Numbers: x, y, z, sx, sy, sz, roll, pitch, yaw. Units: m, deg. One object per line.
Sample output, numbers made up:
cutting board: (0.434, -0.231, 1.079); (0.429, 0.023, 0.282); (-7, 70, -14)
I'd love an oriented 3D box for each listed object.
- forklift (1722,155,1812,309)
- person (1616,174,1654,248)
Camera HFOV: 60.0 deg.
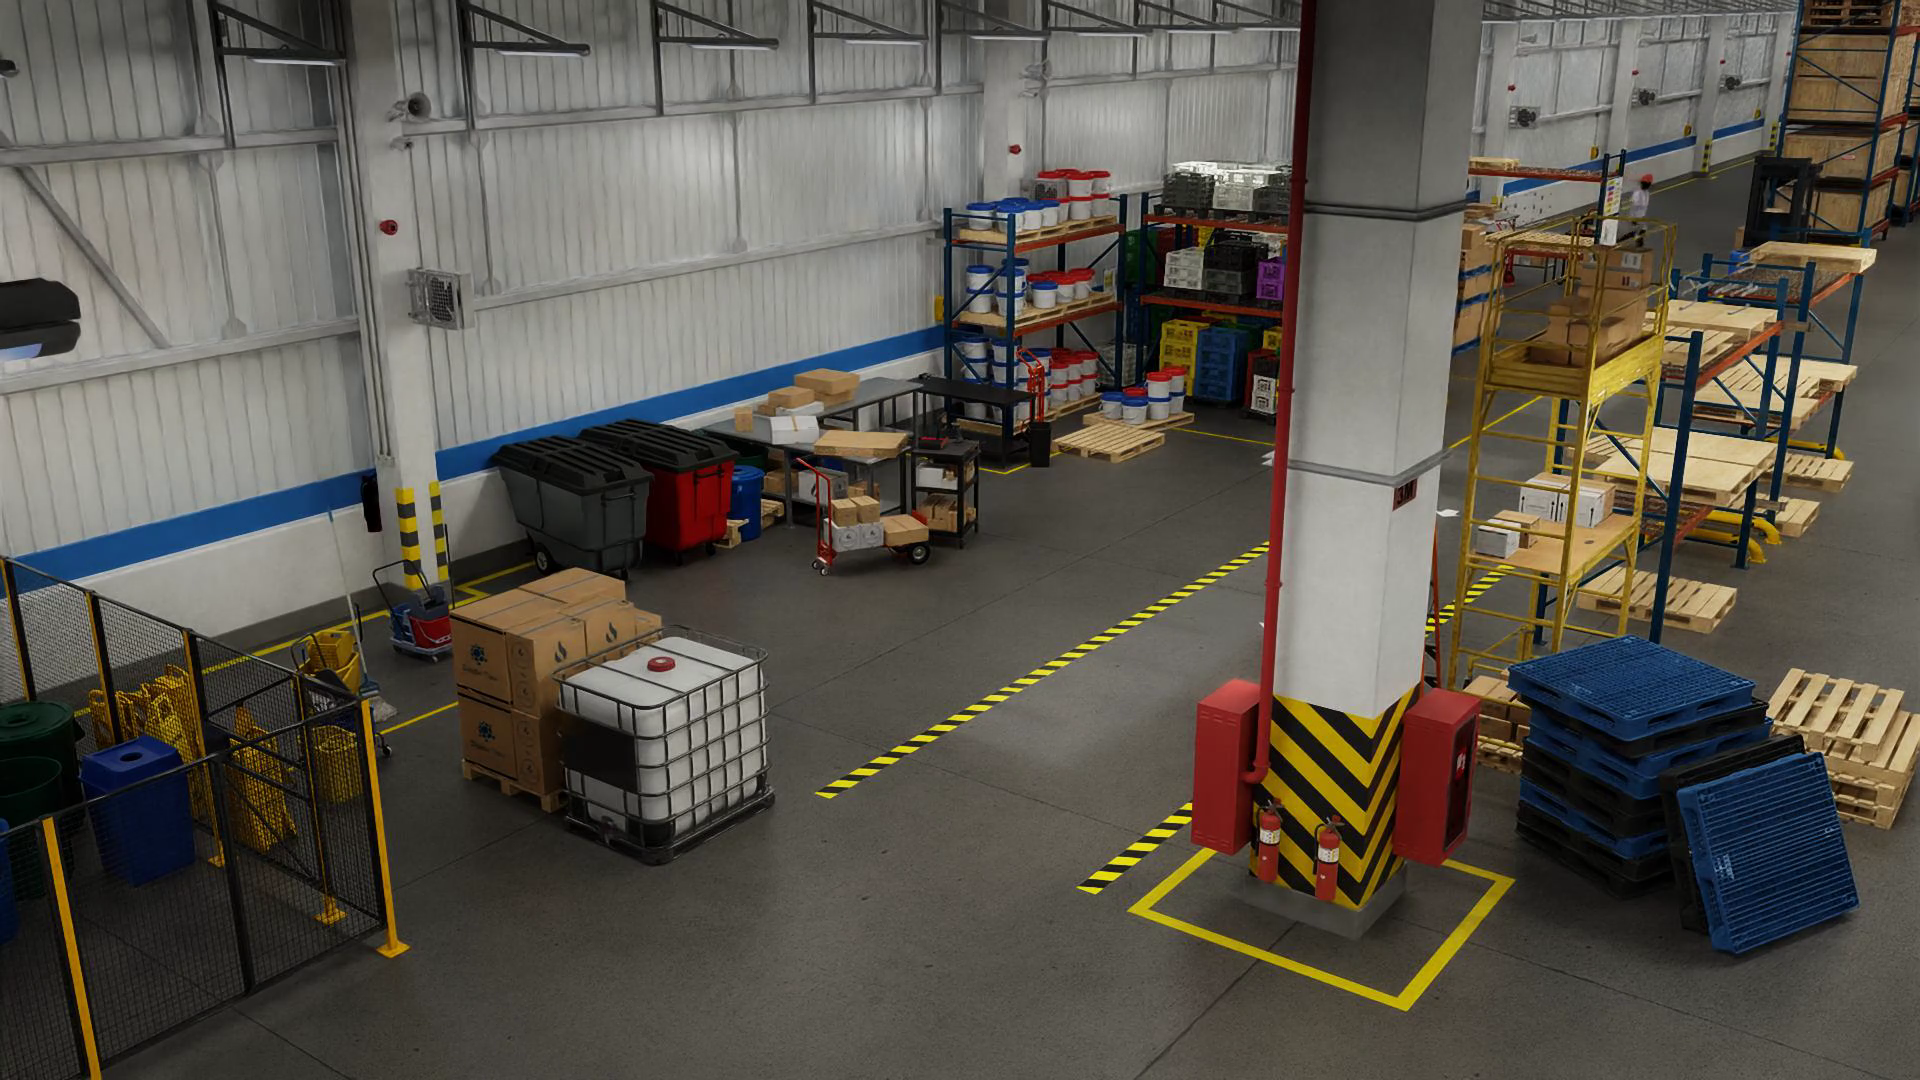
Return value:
forklift: (15.458, -5.889, 31.644); (1.129, 2.768, 1.873); (13, 22, 34)
person: (15.267, -7.329, 37.607); (0.554, 1.910, 0.795); (-12, 22, -33)
